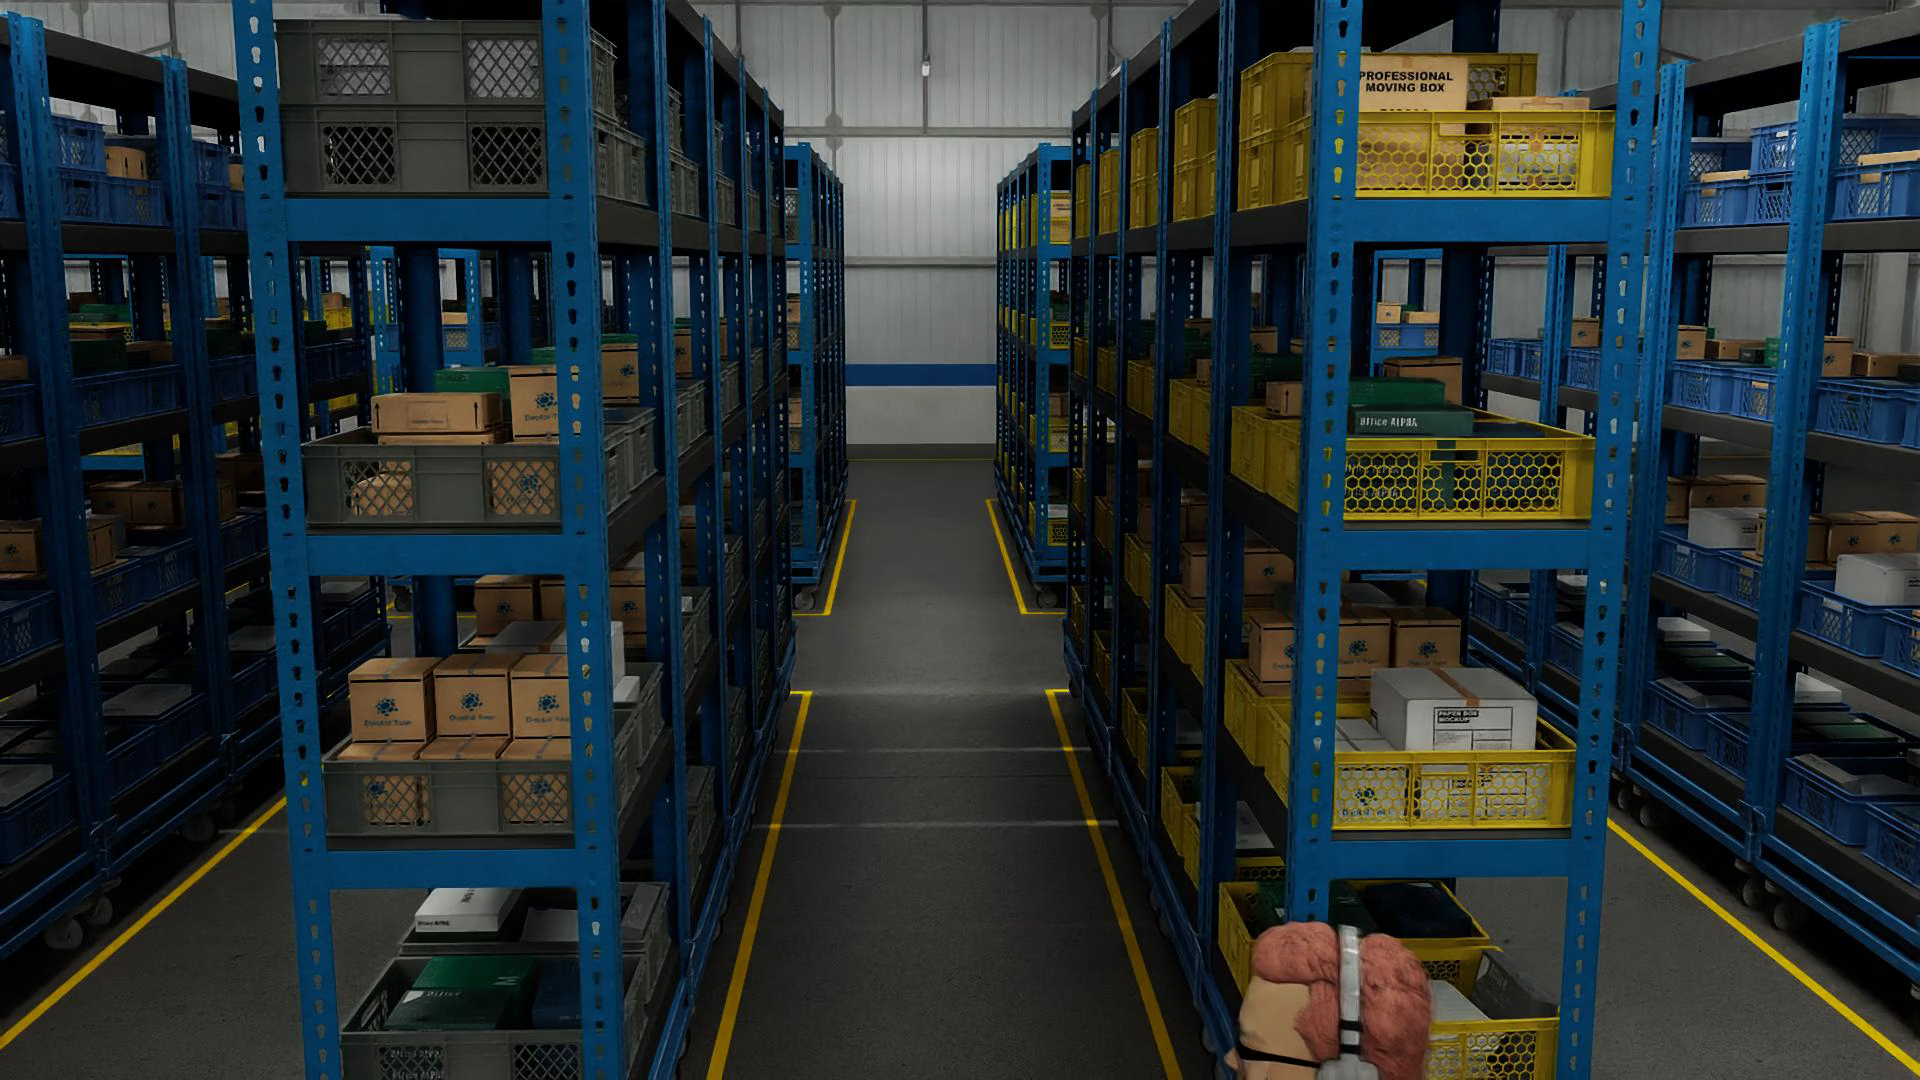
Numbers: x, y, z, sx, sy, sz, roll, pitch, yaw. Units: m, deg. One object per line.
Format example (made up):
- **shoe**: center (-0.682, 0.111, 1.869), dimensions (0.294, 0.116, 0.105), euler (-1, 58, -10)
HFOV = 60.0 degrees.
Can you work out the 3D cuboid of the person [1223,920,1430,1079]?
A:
- **person**: center (0.442, 1.401, 2.111), dimensions (0.407, 1.908, 0.641), euler (1, 9, 4)
